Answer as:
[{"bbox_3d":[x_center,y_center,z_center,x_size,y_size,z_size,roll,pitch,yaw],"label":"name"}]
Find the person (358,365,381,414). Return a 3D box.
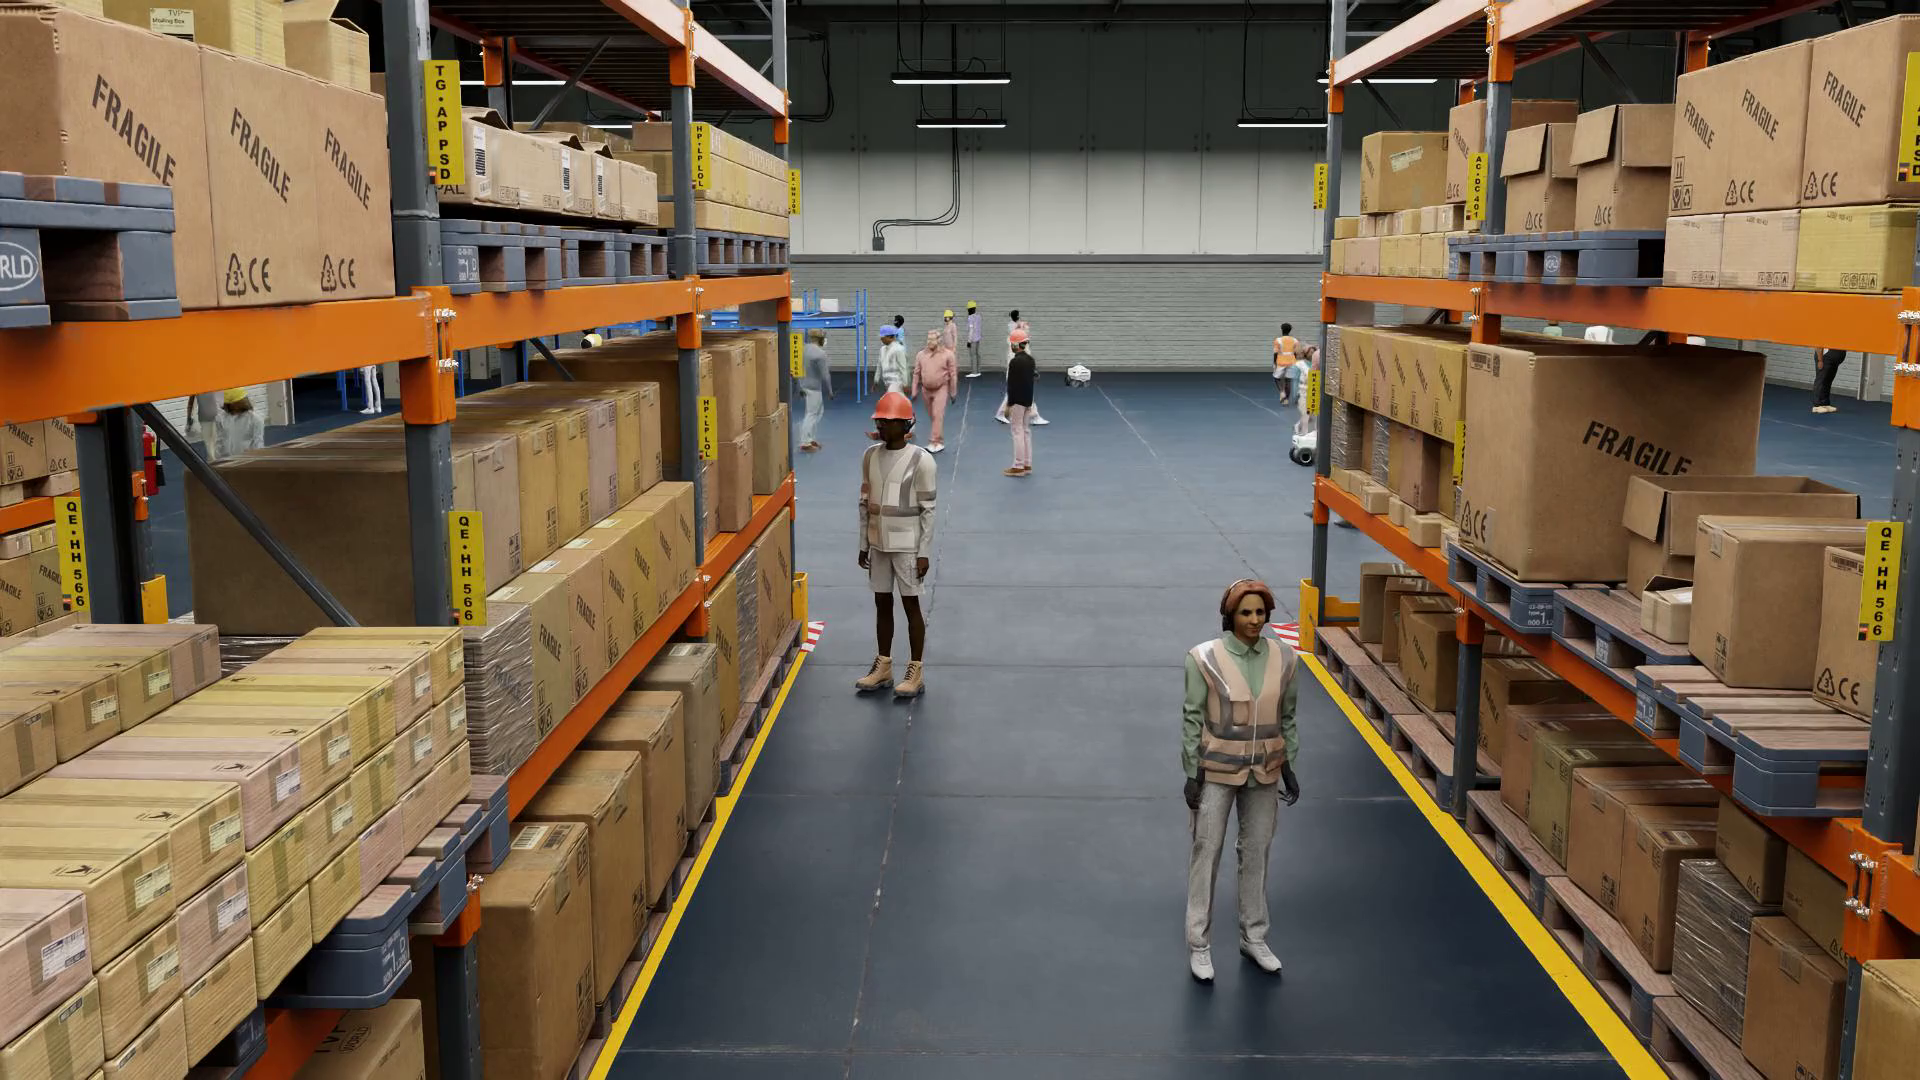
[{"bbox_3d":[-11.439,-3.384,32.169,0.312,1.860,0.502,3,10,16],"label":"person"}]

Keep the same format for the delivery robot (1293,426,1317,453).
[{"bbox_3d":[5.182,-1.400,24.021,0.707,0.478,0.477,0,10,-1],"label":"delivery robot"}]

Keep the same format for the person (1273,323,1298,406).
[{"bbox_3d":[6.612,-3.572,33.798,0.539,1.682,0.371,-2,10,-11],"label":"person"}]

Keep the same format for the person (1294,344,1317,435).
[{"bbox_3d":[5.468,-2.301,26.383,0.525,1.626,0.583,-4,10,-23],"label":"person"}]

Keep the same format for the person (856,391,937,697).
[{"bbox_3d":[-0.443,0.025,11.179,0.607,2.048,0.369,7,11,34],"label":"person"}]

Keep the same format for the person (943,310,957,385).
[{"bbox_3d":[-0.259,-4.610,39.783,0.327,1.767,0.533,-5,11,-29],"label":"person"}]

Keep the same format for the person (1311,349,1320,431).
[{"bbox_3d":[5.559,-2.187,24.861,0.642,1.905,0.399,1,10,8],"label":"person"}]

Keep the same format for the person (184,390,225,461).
[{"bbox_3d":[-9.324,-1.452,20.633,0.539,1.849,0.618,0,9,-2],"label":"person"}]

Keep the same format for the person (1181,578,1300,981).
[{"bbox_3d":[1.138,0.962,6.774,0.514,1.642,0.310,-3,10,-15],"label":"person"}]

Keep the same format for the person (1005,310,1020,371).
[{"bbox_3d":[1.396,-5.076,42.802,0.361,1.682,0.548,2,10,10],"label":"person"}]

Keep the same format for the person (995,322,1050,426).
[{"bbox_3d":[1.093,-2.988,29.837,1.023,1.856,0.641,2,10,10],"label":"person"}]

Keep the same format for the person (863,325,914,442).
[{"bbox_3d":[-1.158,-2.524,26.902,1.022,1.885,0.601,-5,11,-27],"label":"person"}]

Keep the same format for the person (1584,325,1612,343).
[{"bbox_3d":[13.492,-3.881,35.179,0.576,1.852,0.911,-1,10,-6],"label":"person"}]

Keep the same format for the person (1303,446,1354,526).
[{"bbox_3d":[4.110,-1.074,18.445,0.853,1.808,0.592,7,12,36],"label":"person"}]

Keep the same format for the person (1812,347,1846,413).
[{"bbox_3d":[16.941,-3.488,32.367,0.674,2.000,0.535,-7,12,-36],"label":"person"}]

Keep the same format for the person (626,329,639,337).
[{"bbox_3d":[-7.730,-4.645,39.497,0.569,1.921,0.544,1,10,4],"label":"person"}]

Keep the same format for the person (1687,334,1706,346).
[{"bbox_3d":[15.066,-3.619,34.260,0.529,1.631,0.292,3,10,16],"label":"person"}]

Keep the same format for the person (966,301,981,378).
[{"bbox_3d":[0.324,-5.089,42.176,0.386,1.922,0.594,4,10,24],"label":"person"}]

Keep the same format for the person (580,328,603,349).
[{"bbox_3d":[-6.849,-3.152,30.817,0.429,1.847,0.626,2,10,10],"label":"person"}]

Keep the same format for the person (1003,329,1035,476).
[{"bbox_3d":[0.809,-1.878,22.733,0.389,1.992,0.623,5,11,27],"label":"person"}]

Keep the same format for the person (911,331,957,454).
[{"bbox_3d":[-0.440,-2.235,25.256,0.664,1.856,0.975,4,10,24],"label":"person"}]

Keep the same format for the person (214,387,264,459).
[{"bbox_3d":[-7.294,-0.733,16.800,0.532,1.669,0.914,-1,10,-8],"label":"person"}]

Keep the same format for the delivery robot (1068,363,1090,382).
[{"bbox_3d":[2.807,-3.930,39.173,0.477,0.478,0.707,-3,10,-16],"label":"delivery robot"}]

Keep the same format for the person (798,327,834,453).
[{"bbox_3d":[-2.200,-2.295,25.467,0.603,1.910,0.651,-5,11,-29],"label":"person"}]

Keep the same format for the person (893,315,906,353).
[{"bbox_3d":[-1.399,-4.312,38.197,0.318,1.700,0.535,-1,10,-7],"label":"person"}]

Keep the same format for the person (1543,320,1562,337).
[{"bbox_3d":[14.221,-4.567,39.910,0.283,1.636,0.499,-8,13,-41],"label":"person"}]
